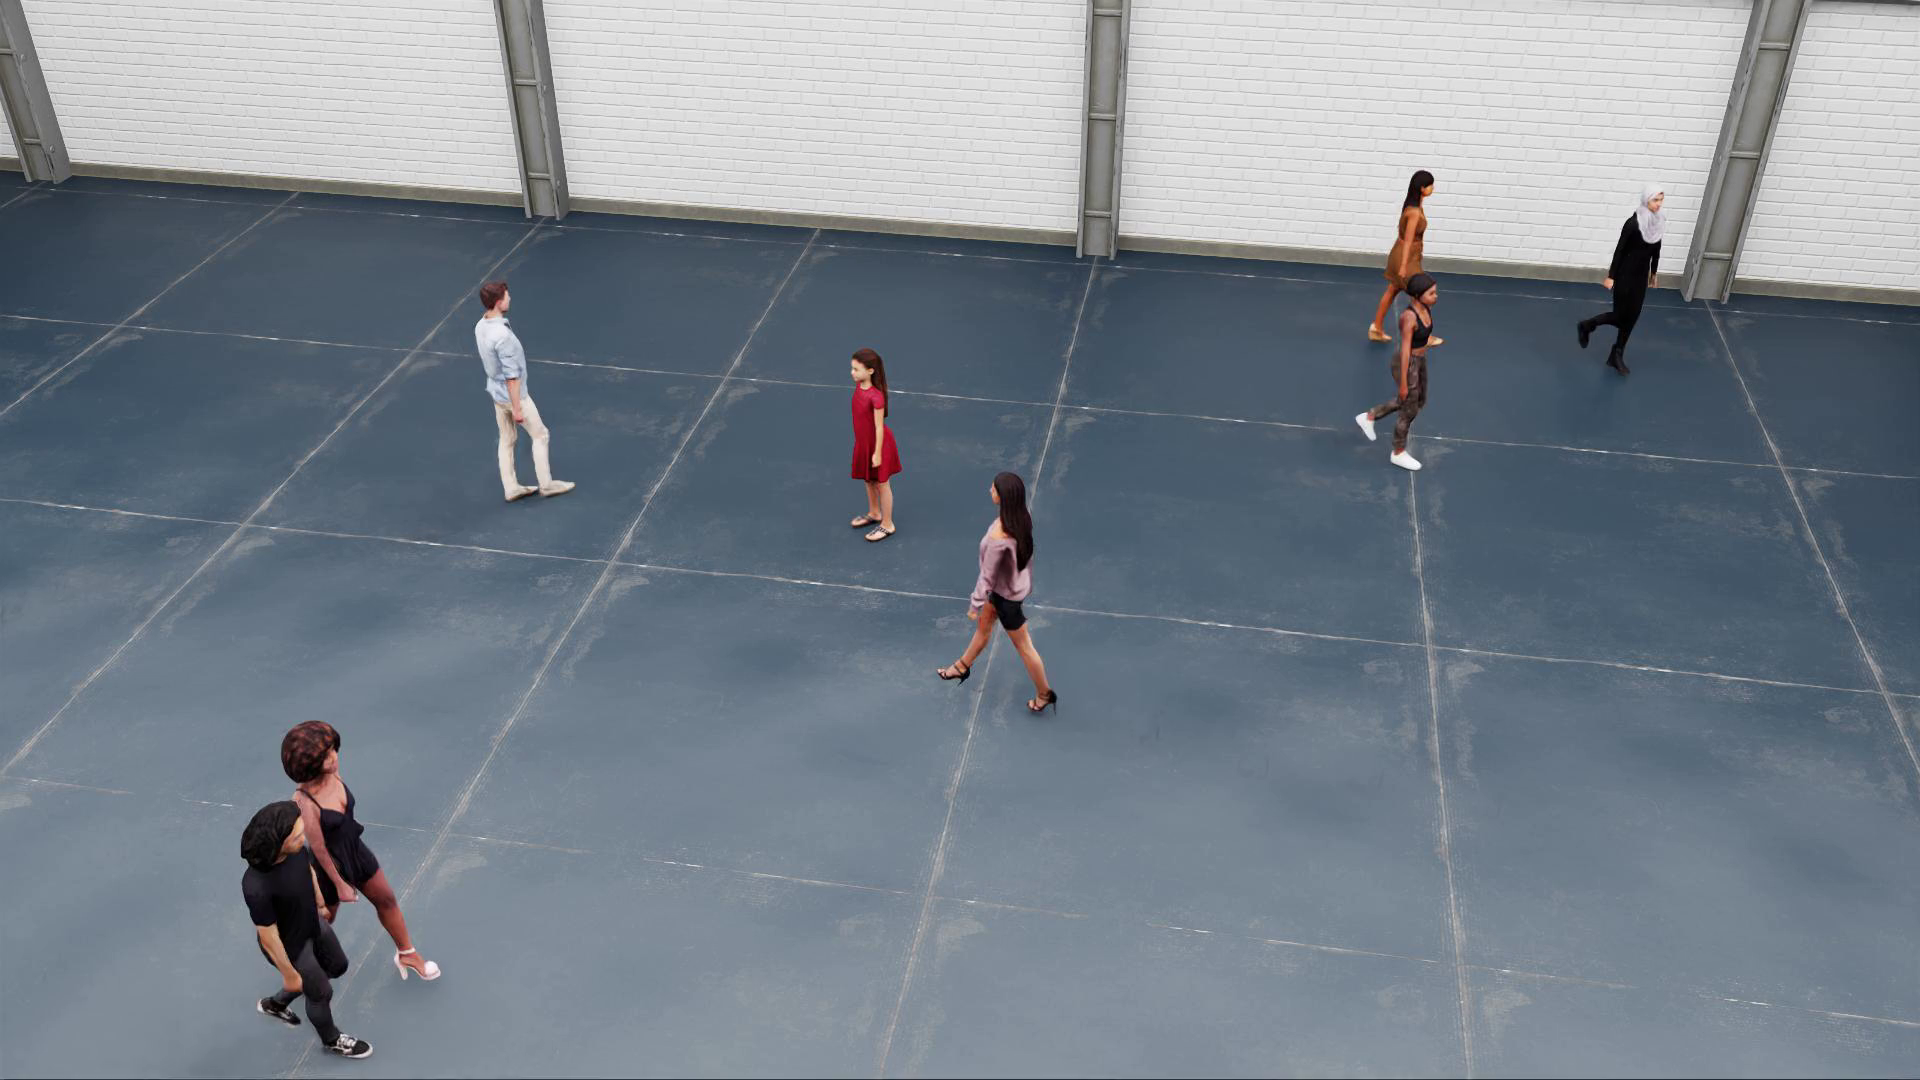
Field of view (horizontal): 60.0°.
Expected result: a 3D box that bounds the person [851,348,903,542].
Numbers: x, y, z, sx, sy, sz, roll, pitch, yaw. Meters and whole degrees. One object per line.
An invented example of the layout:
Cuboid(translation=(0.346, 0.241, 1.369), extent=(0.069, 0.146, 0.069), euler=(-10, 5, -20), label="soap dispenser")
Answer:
Cuboid(translation=(-0.646, -0.740, 12.479), extent=(0.745, 1.552, 0.685), euler=(-19, 38, -26), label="person")

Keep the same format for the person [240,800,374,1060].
Cuboid(translation=(-3.362, 1.942, 8.218), extent=(0.850, 1.802, 0.730), euler=(0, 34, 1), label="person")

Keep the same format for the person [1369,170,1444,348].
Cuboid(translation=(3.976, -2.533, 15.077), extent=(0.875, 1.662, 0.583), euler=(7, 34, 10), label="person")

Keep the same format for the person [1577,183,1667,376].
Cuboid(translation=(5.845, -2.342, 14.700), extent=(0.911, 1.762, 0.943), euler=(-16, 37, -23), label="person")

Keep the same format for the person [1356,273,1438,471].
Cuboid(translation=(3.518, -1.374, 13.312), extent=(0.943, 1.686, 0.791), euler=(21, 39, 28), label="person")

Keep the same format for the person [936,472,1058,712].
Cuboid(translation=(0.393, 0.406, 10.565), extent=(1.140, 1.762, 0.803), euler=(13, 36, 18), label="person")

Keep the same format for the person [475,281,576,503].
Cuboid(translation=(-3.532, -1.093, 12.752), extent=(0.940, 1.838, 0.880), euler=(-22, 39, -29), label="person")

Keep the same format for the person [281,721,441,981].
Cuboid(translation=(-3.323, 1.699, 8.632), extent=(1.092, 1.748, 0.552), euler=(6, 34, 9), label="person")
